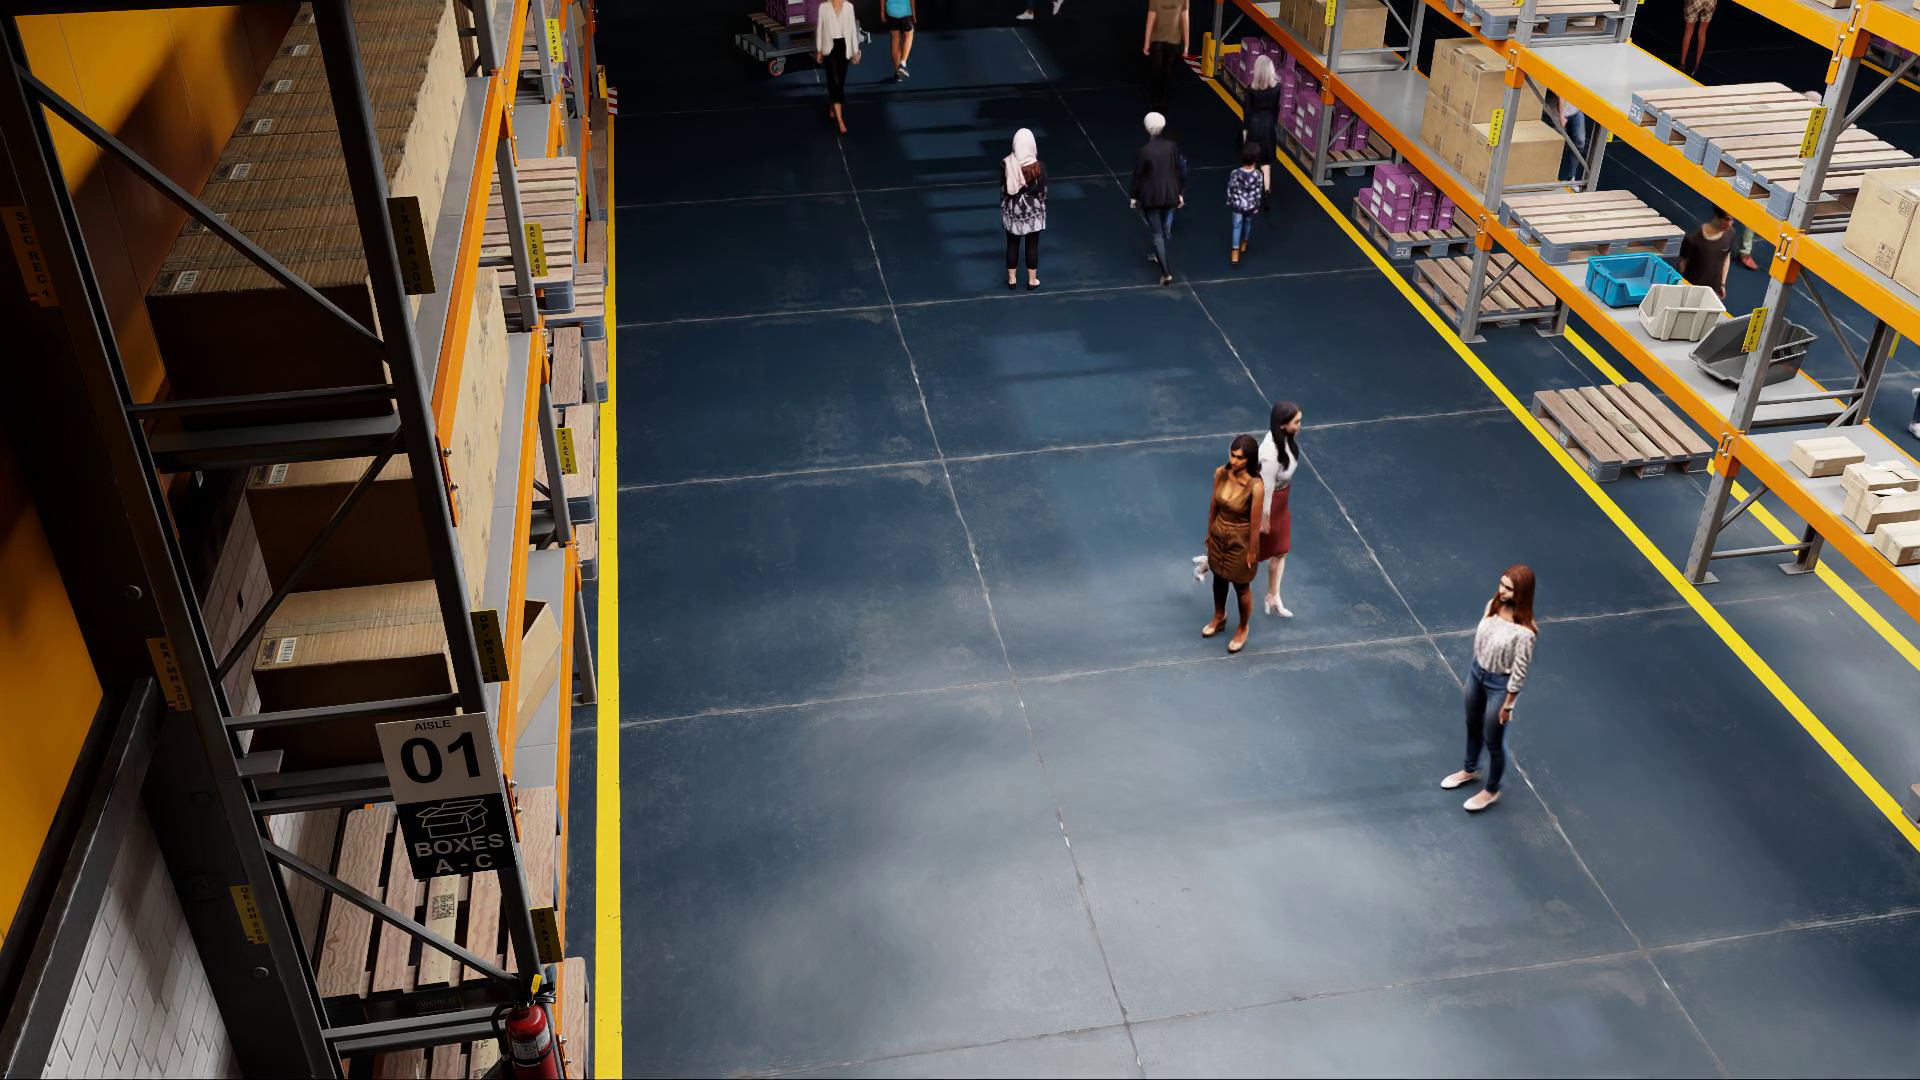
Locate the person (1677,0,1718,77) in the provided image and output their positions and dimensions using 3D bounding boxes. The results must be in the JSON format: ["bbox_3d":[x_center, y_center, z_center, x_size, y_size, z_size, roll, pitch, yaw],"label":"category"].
[{"bbox_3d":[9.657,-6.953,21.689,0.635,1.794,0.627,3,34,5],"label":"person"}]

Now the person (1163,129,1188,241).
[{"bbox_3d":[2.138,-3.653,17.252,0.660,1.210,0.758,8,34,12],"label":"person"}]

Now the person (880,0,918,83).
[{"bbox_3d":[-0.800,-6.755,21.420,0.732,1.763,0.785,4,34,6],"label":"person"}]

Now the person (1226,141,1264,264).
[{"bbox_3d":[2.866,-3.404,16.863,0.645,1.226,0.904,4,34,5],"label":"person"}]

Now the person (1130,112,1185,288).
[{"bbox_3d":[2.028,-3.304,16.320,0.848,1.753,0.984,-10,35,-15],"label":"person"}]

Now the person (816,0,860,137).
[{"bbox_3d":[-1.492,-5.812,19.972,0.752,1.795,1.202,-10,35,-15],"label":"person"}]

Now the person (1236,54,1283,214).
[{"bbox_3d":[3.219,-4.282,17.728,0.622,1.730,0.964,-4,34,-7],"label":"person"}]

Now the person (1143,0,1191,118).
[{"bbox_3d":[2.508,-6.120,20.400,0.726,1.834,0.703,-2,34,-3],"label":"person"}]

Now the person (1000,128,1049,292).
[{"bbox_3d":[0.616,-3.219,16.213,0.714,1.638,0.732,6,34,8],"label":"person"}]

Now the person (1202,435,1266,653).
[{"bbox_3d":[1.863,0.017,11.304,0.701,1.683,0.606,-27,42,-34],"label":"person"}]

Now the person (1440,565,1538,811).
[{"bbox_3d":[3.219,0.861,9.992,0.655,1.728,0.493,-11,35,-17],"label":"person"}]

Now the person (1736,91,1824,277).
[{"bbox_3d":[8.118,-3.600,16.601,0.678,1.843,0.862,-6,34,-9],"label":"person"}]

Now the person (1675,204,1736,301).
[{"bbox_3d":[6.557,-2.321,14.842,0.676,1.660,0.917,0,34,0],"label":"person"}]

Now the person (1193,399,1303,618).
[{"bbox_3d":[2.075,-0.212,11.608,0.991,1.728,1.017,14,36,20],"label":"person"}]

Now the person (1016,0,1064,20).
[{"bbox_3d":[1.156,-8.304,23.788,0.667,1.721,0.828,-4,34,-7],"label":"person"}]
